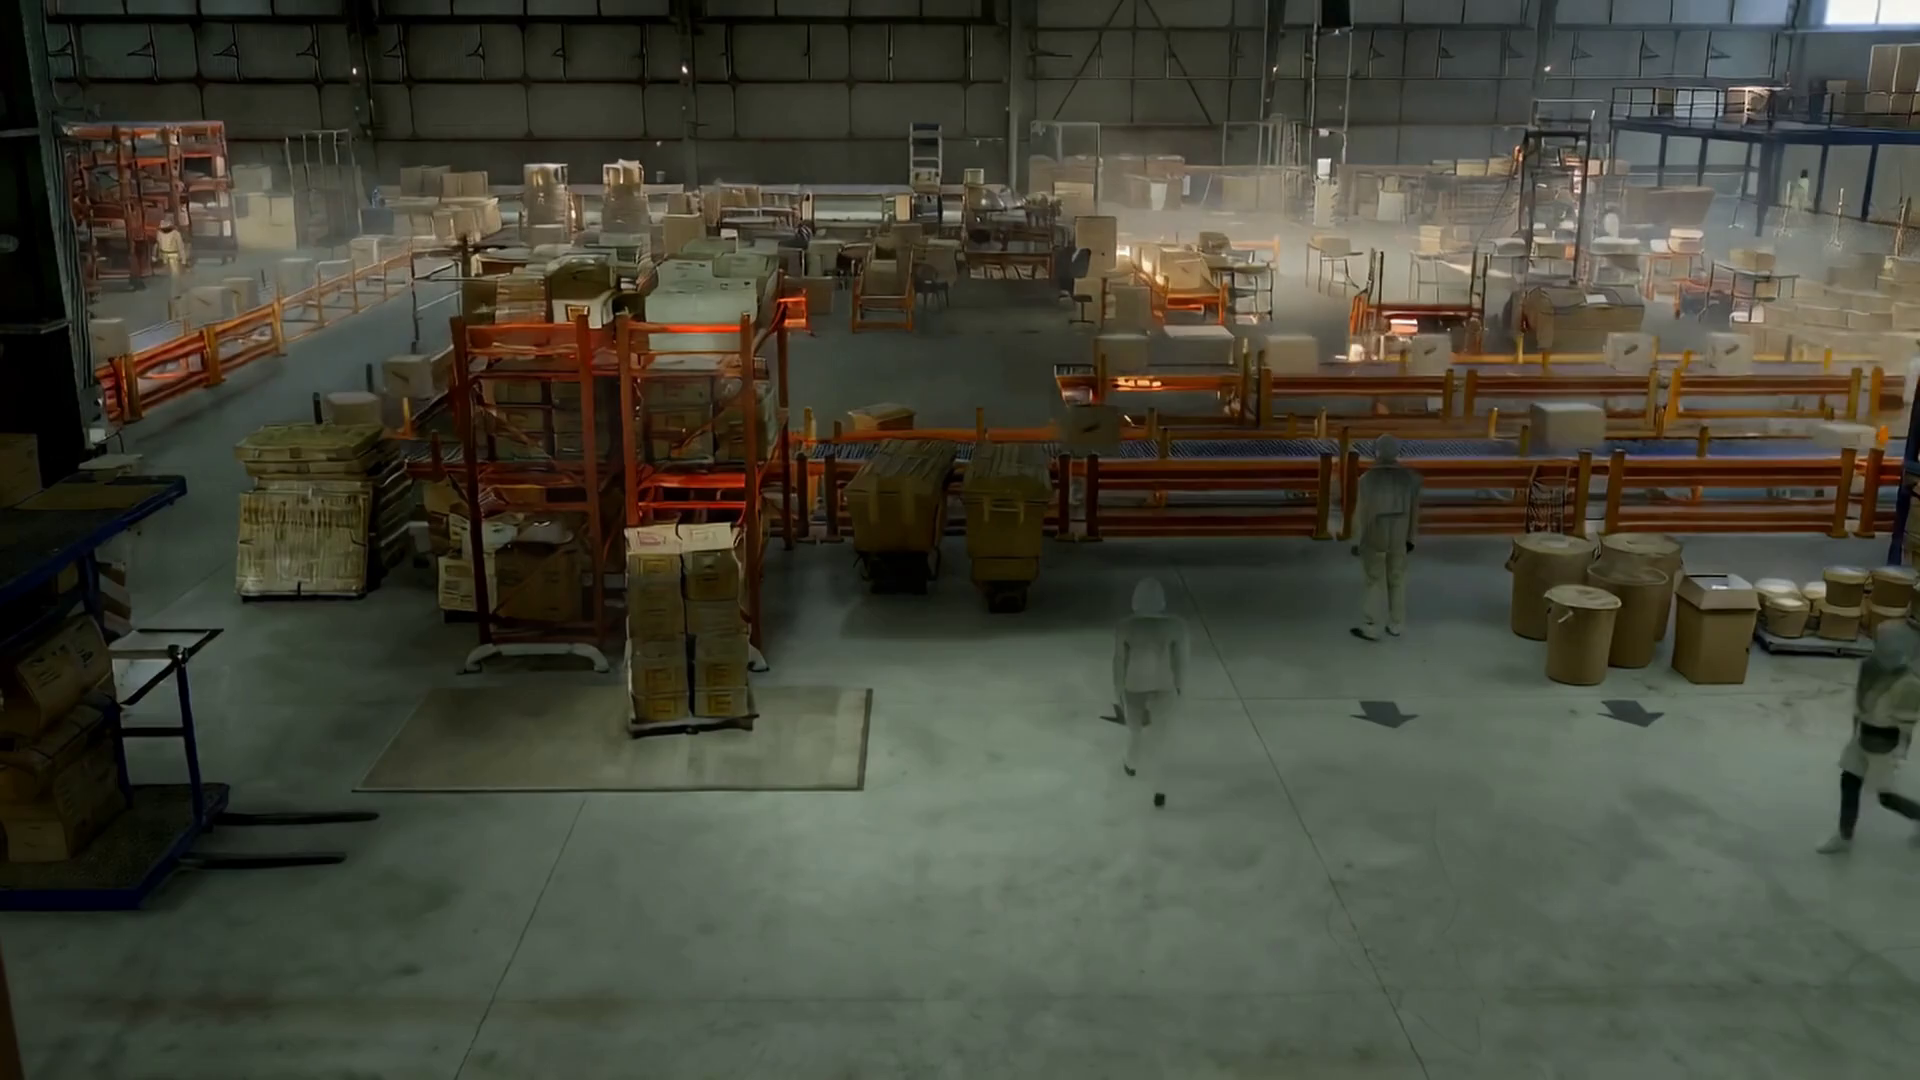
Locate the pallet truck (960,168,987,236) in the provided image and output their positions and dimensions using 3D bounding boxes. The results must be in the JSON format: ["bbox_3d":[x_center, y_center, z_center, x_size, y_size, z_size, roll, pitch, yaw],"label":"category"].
[{"bbox_3d":[0.383,-10.230,50.206,0.823,1.965,1.885,-1,16,-3],"label":"pallet truck"}]

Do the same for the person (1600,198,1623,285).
[{"bbox_3d":[15.213,-6.919,38.698,0.847,2.017,0.612,12,20,36],"label":"person"}]

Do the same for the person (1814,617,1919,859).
[{"bbox_3d":[6.003,1.295,10.734,0.688,1.676,0.532,-3,16,-9],"label":"person"}]

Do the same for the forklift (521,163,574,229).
[{"bbox_3d":[-12.233,-10.122,49.298,1.157,1.987,2.680,0,16,-1],"label":"forklift"}]

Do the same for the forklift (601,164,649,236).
[{"bbox_3d":[-9.948,-10.127,49.296,1.157,1.987,2.680,-1,16,-3],"label":"forklift"}]

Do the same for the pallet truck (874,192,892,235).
[{"bbox_3d":[-2.277,-9.986,50.594,0.653,1.274,1.630,0,16,-1],"label":"pallet truck"}]

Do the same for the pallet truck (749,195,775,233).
[{"bbox_3d":[-6.051,-9.967,50.660,0.680,1.201,1.601,0,16,-1],"label":"pallet truck"}]

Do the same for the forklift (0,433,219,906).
[{"bbox_3d":[-5.952,0.780,10.366,1.873,2.768,1.129,0,16,-1],"label":"forklift"}]

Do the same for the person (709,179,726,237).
[{"bbox_3d":[-6.780,-9.296,47.186,0.880,1.875,0.663,-12,20,-35],"label":"person"}]

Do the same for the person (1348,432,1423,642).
[{"bbox_3d":[3.783,-0.029,14.916,0.652,1.904,0.403,-5,17,-15],"label":"person"}]

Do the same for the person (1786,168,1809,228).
[{"bbox_3d":[26.338,-10.743,52.237,0.584,1.865,0.741,-9,18,-29],"label":"person"}]

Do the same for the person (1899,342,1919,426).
[{"bbox_3d":[12.258,-1.778,21.352,0.918,1.730,0.538,2,16,6],"label":"person"}]

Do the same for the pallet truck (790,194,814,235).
[{"bbox_3d":[-4.814,-9.883,50.259,0.704,1.261,1.522,-1,16,-3],"label":"pallet truck"}]

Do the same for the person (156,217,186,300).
[{"bbox_3d":[-17.245,-6.130,36.277,0.620,1.813,0.493,2,16,7],"label":"person"}]

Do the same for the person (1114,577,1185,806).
[{"bbox_3d":[1.336,1.050,11.739,0.514,1.596,0.869,0,16,-2],"label":"person"}]

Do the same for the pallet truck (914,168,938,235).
[{"bbox_3d":[-0.989,-10.316,50.507,0.823,1.965,1.885,1,16,3],"label":"pallet truck"}]
